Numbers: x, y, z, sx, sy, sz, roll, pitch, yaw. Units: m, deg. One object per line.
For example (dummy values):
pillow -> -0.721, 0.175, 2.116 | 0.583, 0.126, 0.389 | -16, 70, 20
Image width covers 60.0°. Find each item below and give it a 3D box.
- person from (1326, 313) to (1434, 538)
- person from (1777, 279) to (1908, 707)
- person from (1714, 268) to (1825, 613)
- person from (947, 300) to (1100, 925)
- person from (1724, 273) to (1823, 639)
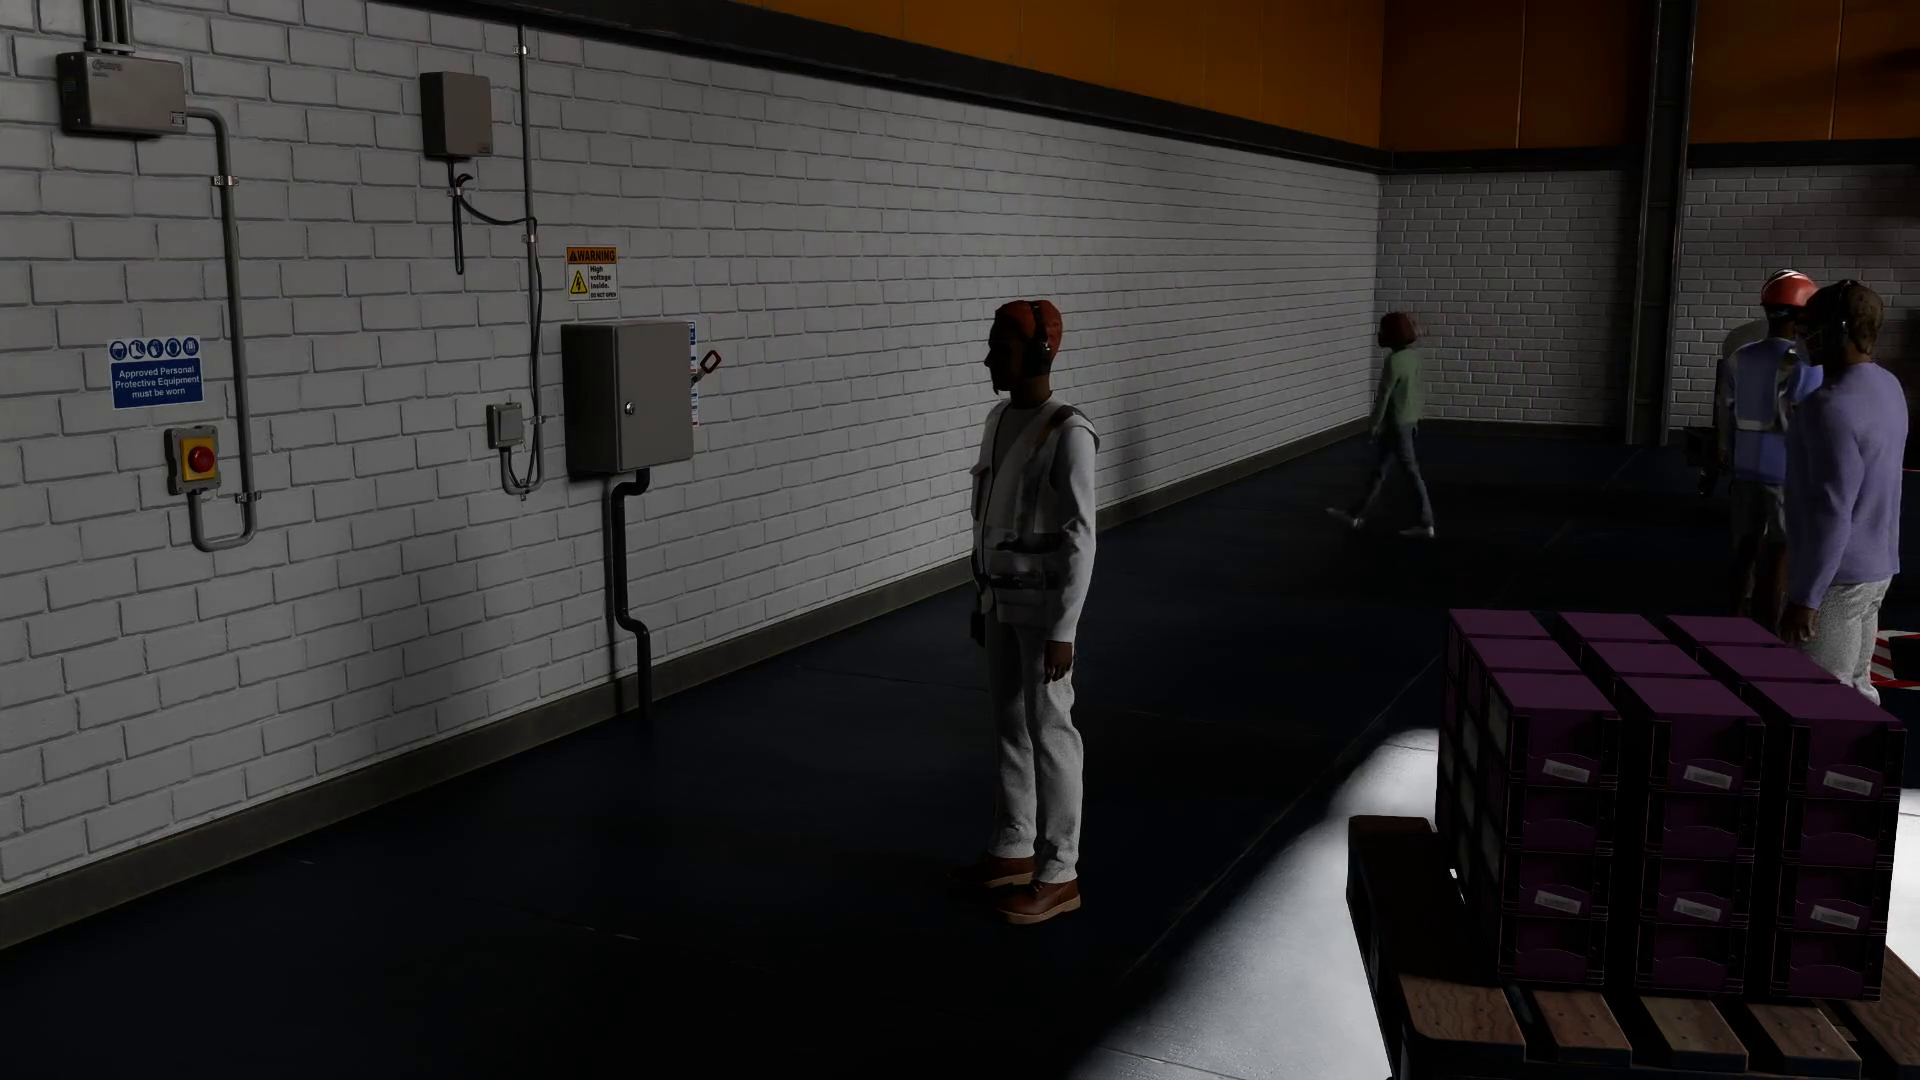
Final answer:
person -> 3.042, -0.820, 11.901 | 0.839, 1.582, 0.524 | 5, 11, 29
person -> 2.816, 0.137, 5.376 | 0.366, 1.938, 0.630 | 9, 13, 42
person -> 4.570, -0.544, 9.322 | 0.635, 1.936, 0.354 | 3, 10, 14
person -> 0.198, 0.216, 5.083 | 0.355, 1.883, 0.575 | -5, 11, -28
person -> 3.997, -0.336, 8.169 | 0.379, 1.926, 0.544 | -3, 10, -18
